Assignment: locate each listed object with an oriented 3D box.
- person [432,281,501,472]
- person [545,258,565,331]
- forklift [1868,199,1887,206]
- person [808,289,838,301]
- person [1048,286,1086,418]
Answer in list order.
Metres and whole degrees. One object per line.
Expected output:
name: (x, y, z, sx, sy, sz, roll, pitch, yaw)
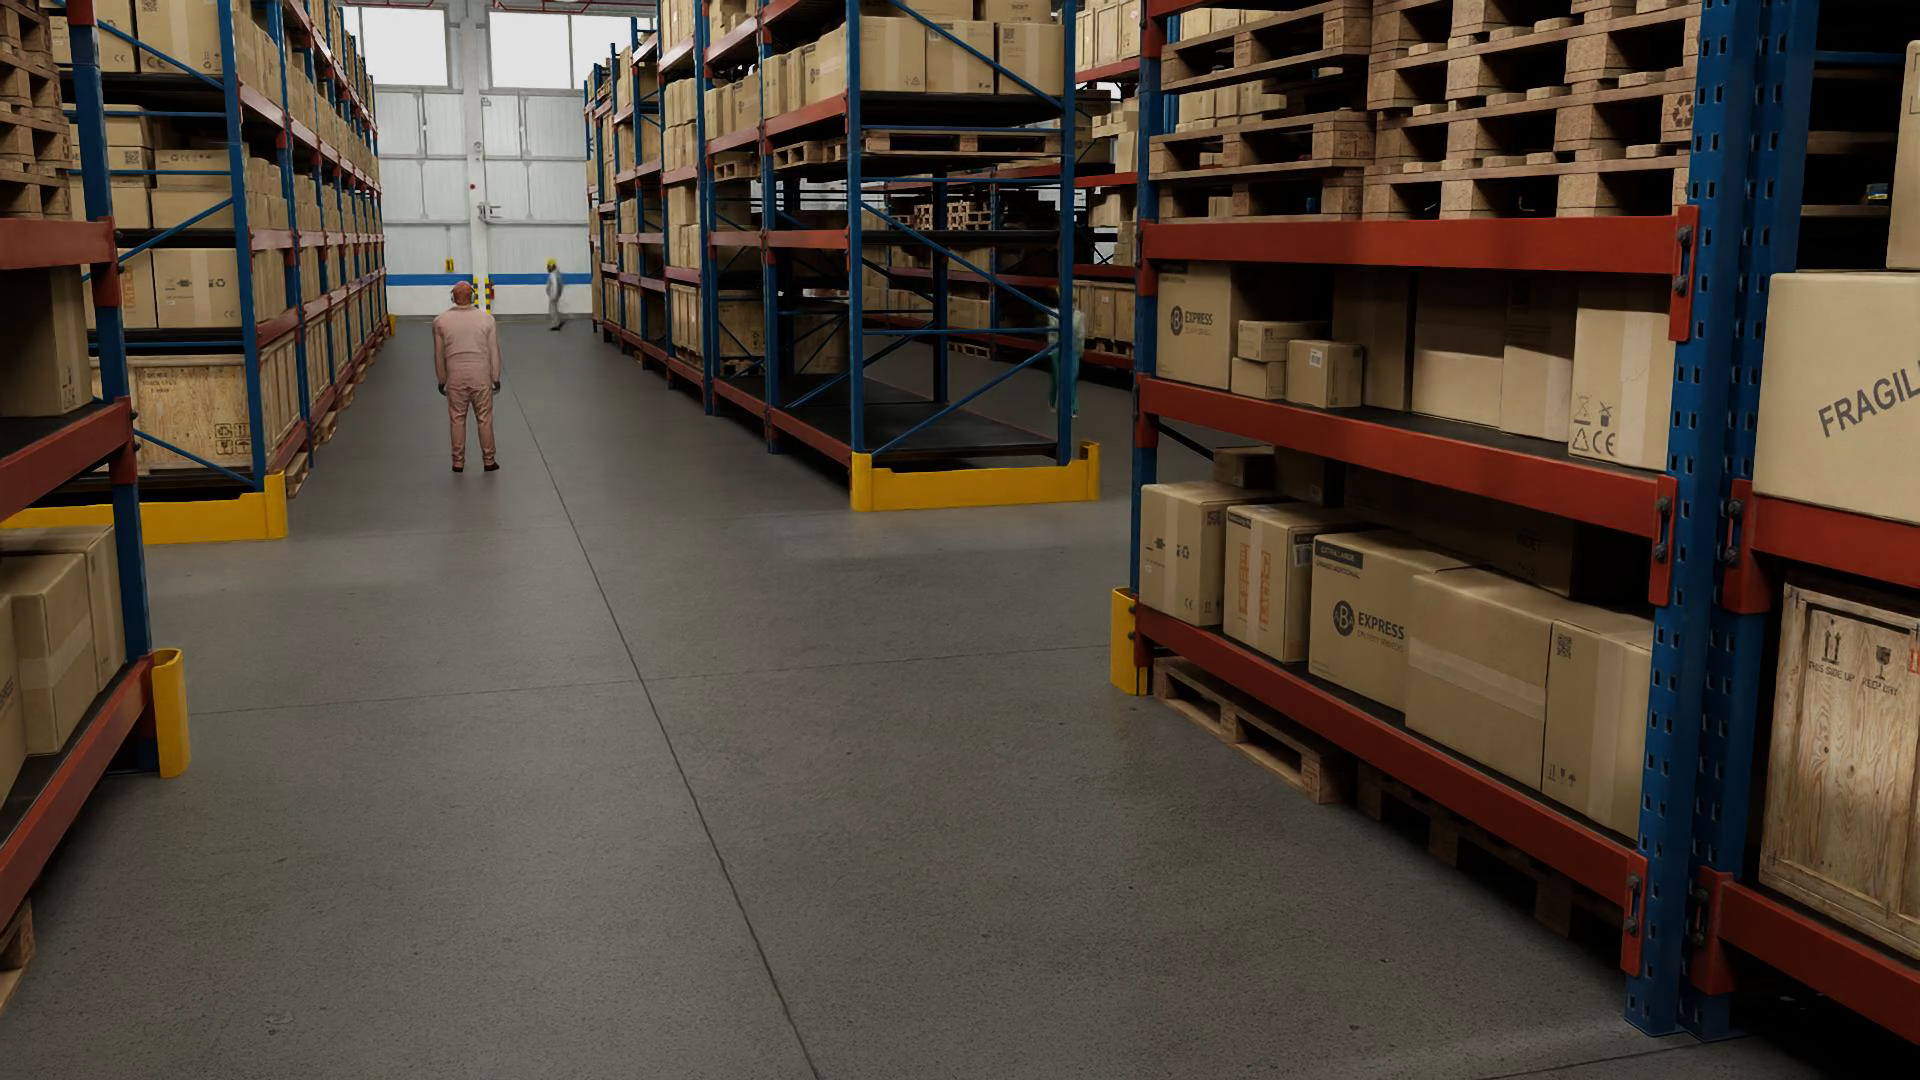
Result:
person: (-4.922, -1.630, 16.664, 0.641, 1.913, 0.407, -2, 11, -12)
person: (-10.156, -6.129, 41.576, 0.424, 1.815, 0.621, -1, 10, -5)
forklift: (11.338, -2.915, 21.052, 1.129, 2.768, 1.873, -3, 11, -17)
person: (-3.525, -6.372, 42.805, 0.764, 1.851, 0.916, -1, 10, -8)
person: (1.389, -2.492, 21.866, 0.520, 1.737, 0.825, -1, 10, -6)
